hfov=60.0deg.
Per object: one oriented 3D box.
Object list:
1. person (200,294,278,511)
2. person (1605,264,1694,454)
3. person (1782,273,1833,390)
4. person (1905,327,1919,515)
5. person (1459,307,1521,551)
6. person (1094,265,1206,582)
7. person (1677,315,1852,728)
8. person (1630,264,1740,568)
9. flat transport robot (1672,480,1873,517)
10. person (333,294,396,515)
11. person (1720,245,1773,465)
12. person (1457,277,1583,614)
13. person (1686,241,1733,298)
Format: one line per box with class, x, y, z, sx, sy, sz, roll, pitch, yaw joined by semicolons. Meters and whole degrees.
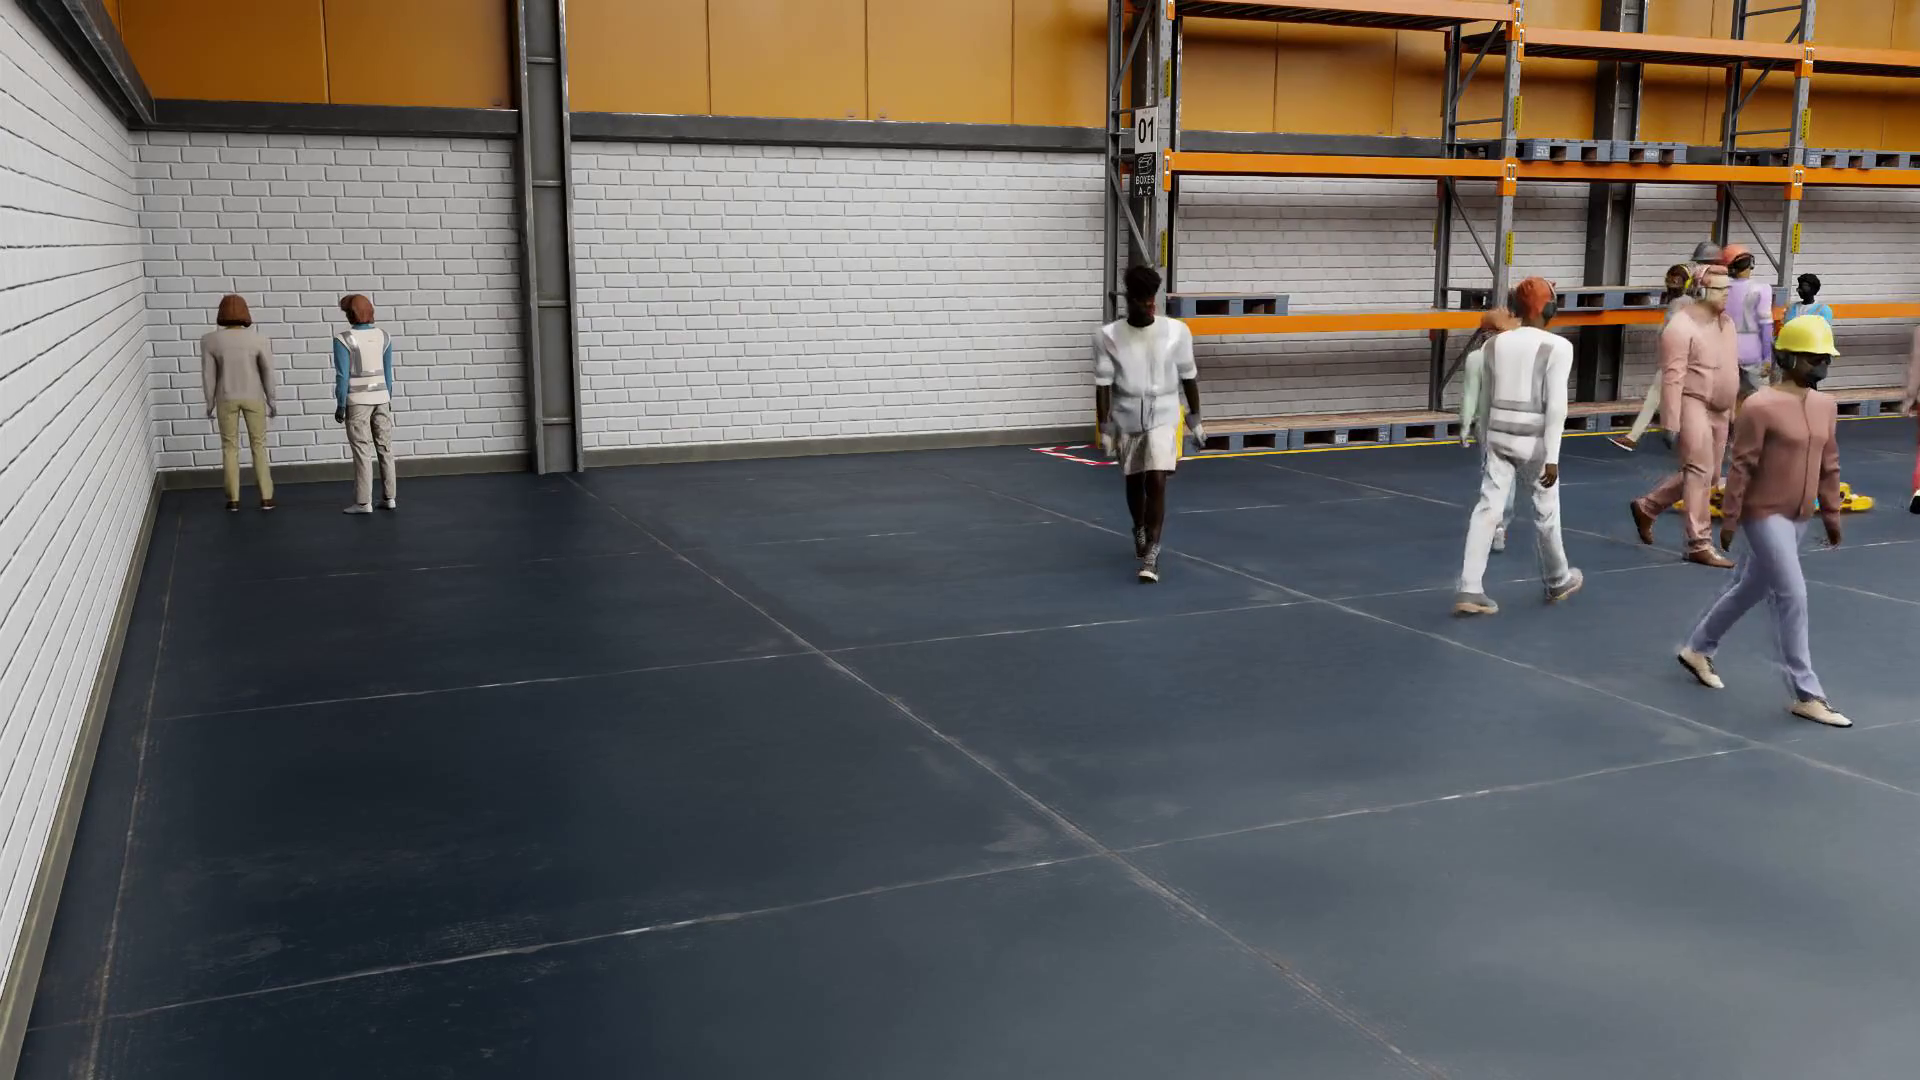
person;-5.424;-1.032;12.543;0.507;1.632;0.265;-3;11;-19
person;6.678;-1.693;15.736;0.965;1.808;0.565;1;10;4
person;8.747;-1.911;17.263;0.315;1.696;0.541;-5;11;-26
person;7.159;-1.000;12.036;0.541;1.751;0.367;10;14;44
person;3.590;-0.743;11.022;0.519;1.597;0.790;1;10;7
person;1.161;-0.732;10.181;0.682;1.889;1.042;2;10;12
person;3.537;-0.123;7.249;0.529;1.723;0.904;-5;11;-27
person;4.636;-0.801;10.570;0.647;1.889;0.762;-7;13;-35
flat transport robot;6.045;-0.335;12.459;1.431;0.197;0.652;-4;11;-22
person;-4.429;-1.008;12.392;0.307;1.641;0.513;6;12;28
person;7.084;-1.649;15.006;0.452;1.989;0.680;-5;11;-24
person;3.088;-0.515;9.121;1.045;1.826;0.593;-8;13;-37
person;7.654;-2.067;17.173;0.535;2.000;0.679;-1;10;-7
